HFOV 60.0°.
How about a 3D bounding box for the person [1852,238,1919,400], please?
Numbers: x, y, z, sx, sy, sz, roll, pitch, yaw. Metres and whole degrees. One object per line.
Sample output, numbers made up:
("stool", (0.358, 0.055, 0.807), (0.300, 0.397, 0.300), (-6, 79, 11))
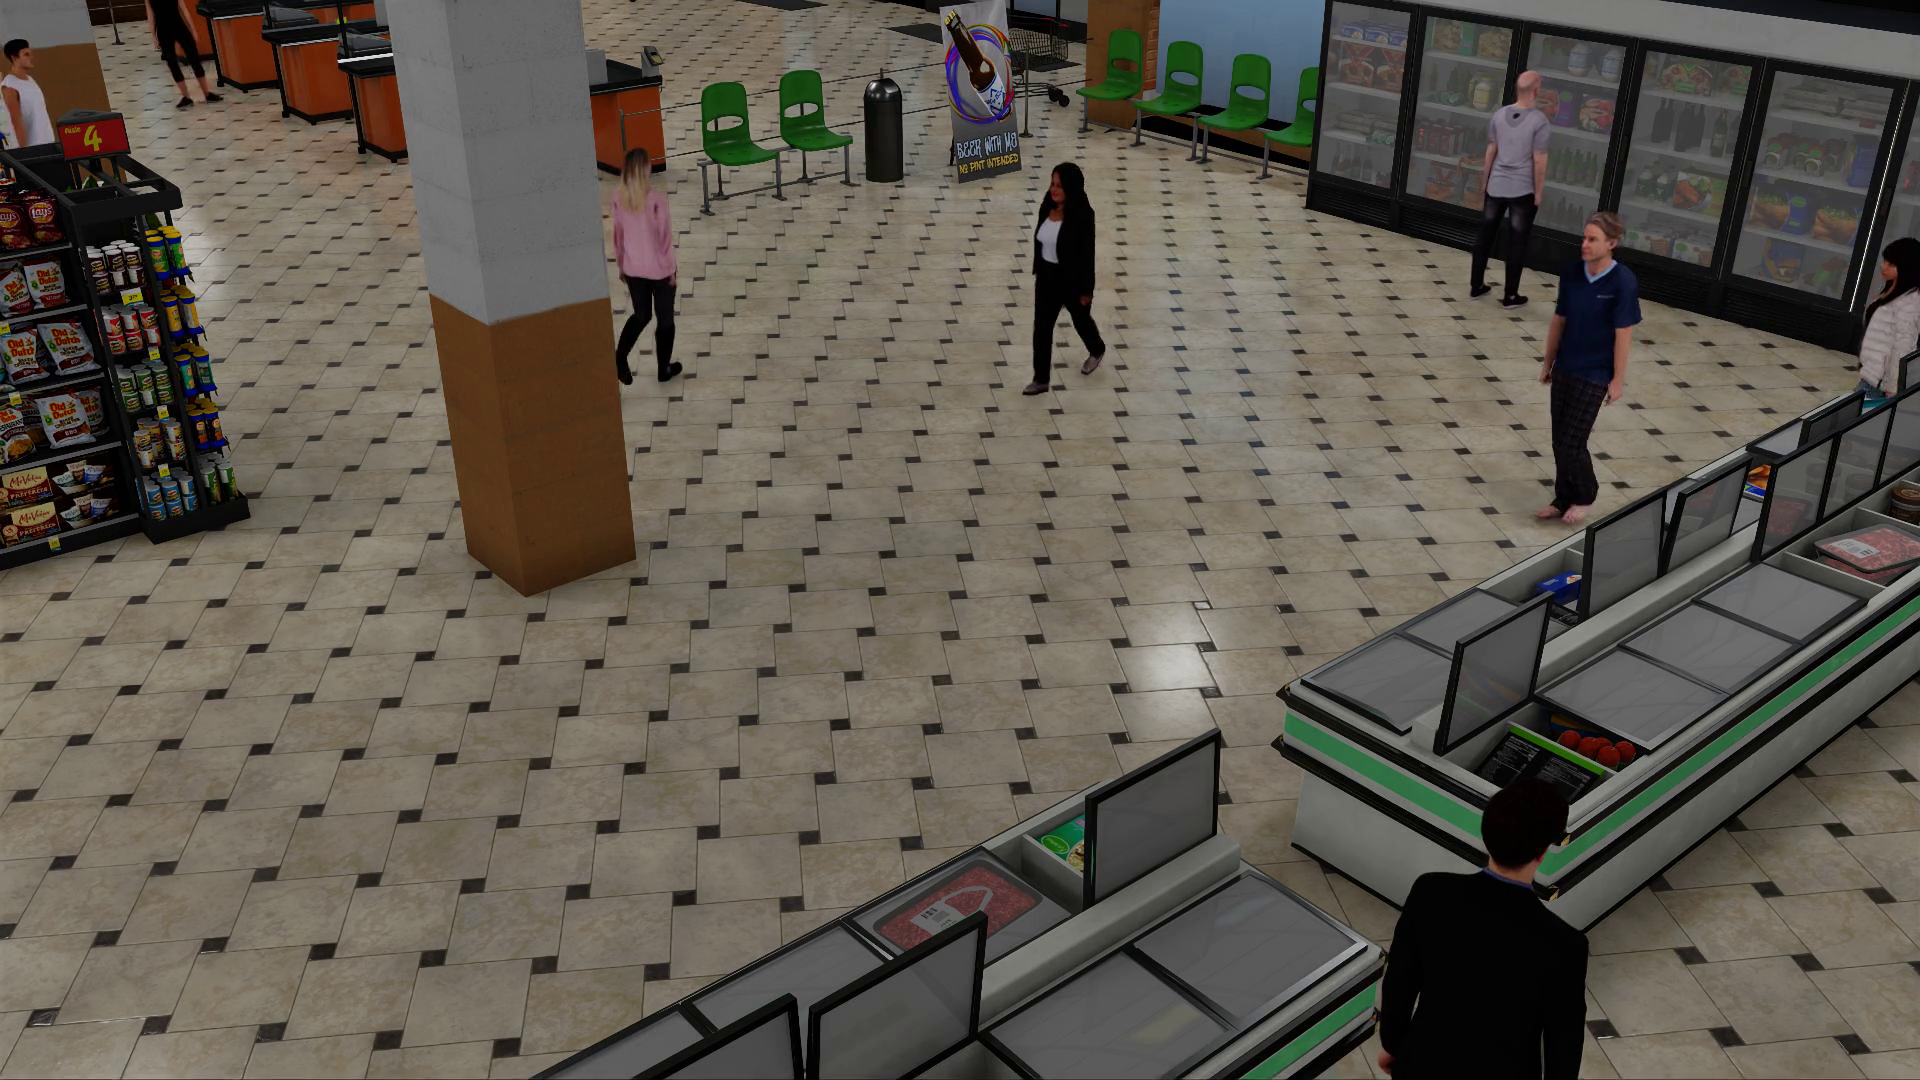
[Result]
("person", (5.543, -0.974, 9.809), (1.013, 1.597, 1.084), (11, 29, 21))

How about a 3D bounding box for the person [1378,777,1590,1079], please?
("person", (1.422, 1.484, 4.636), (0.755, 1.891, 0.688), (17, 32, 30))

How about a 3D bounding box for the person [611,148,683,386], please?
("person", (-2.185, -1.835, 11.423), (0.840, 1.672, 1.008), (12, 29, 22))

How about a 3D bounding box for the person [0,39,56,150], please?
("person", (-8.109, -3.419, 14.436), (1.030, 1.771, 0.945), (0, 27, -1))

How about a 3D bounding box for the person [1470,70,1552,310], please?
("person", (4.334, -2.760, 13.065), (0.581, 1.836, 0.672), (-24, 35, -39))

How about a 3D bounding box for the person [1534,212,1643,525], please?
("person", (3.618, -0.957, 9.489), (0.714, 1.855, 0.727), (-14, 30, -26))

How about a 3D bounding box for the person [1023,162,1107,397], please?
("person", (0.779, -1.802, 11.457), (0.817, 1.582, 1.175), (19, 32, 32))

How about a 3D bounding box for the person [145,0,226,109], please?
("person", (-9.132, -5.915, 19.442), (0.748, 1.696, 0.943), (-13, 30, -25))
